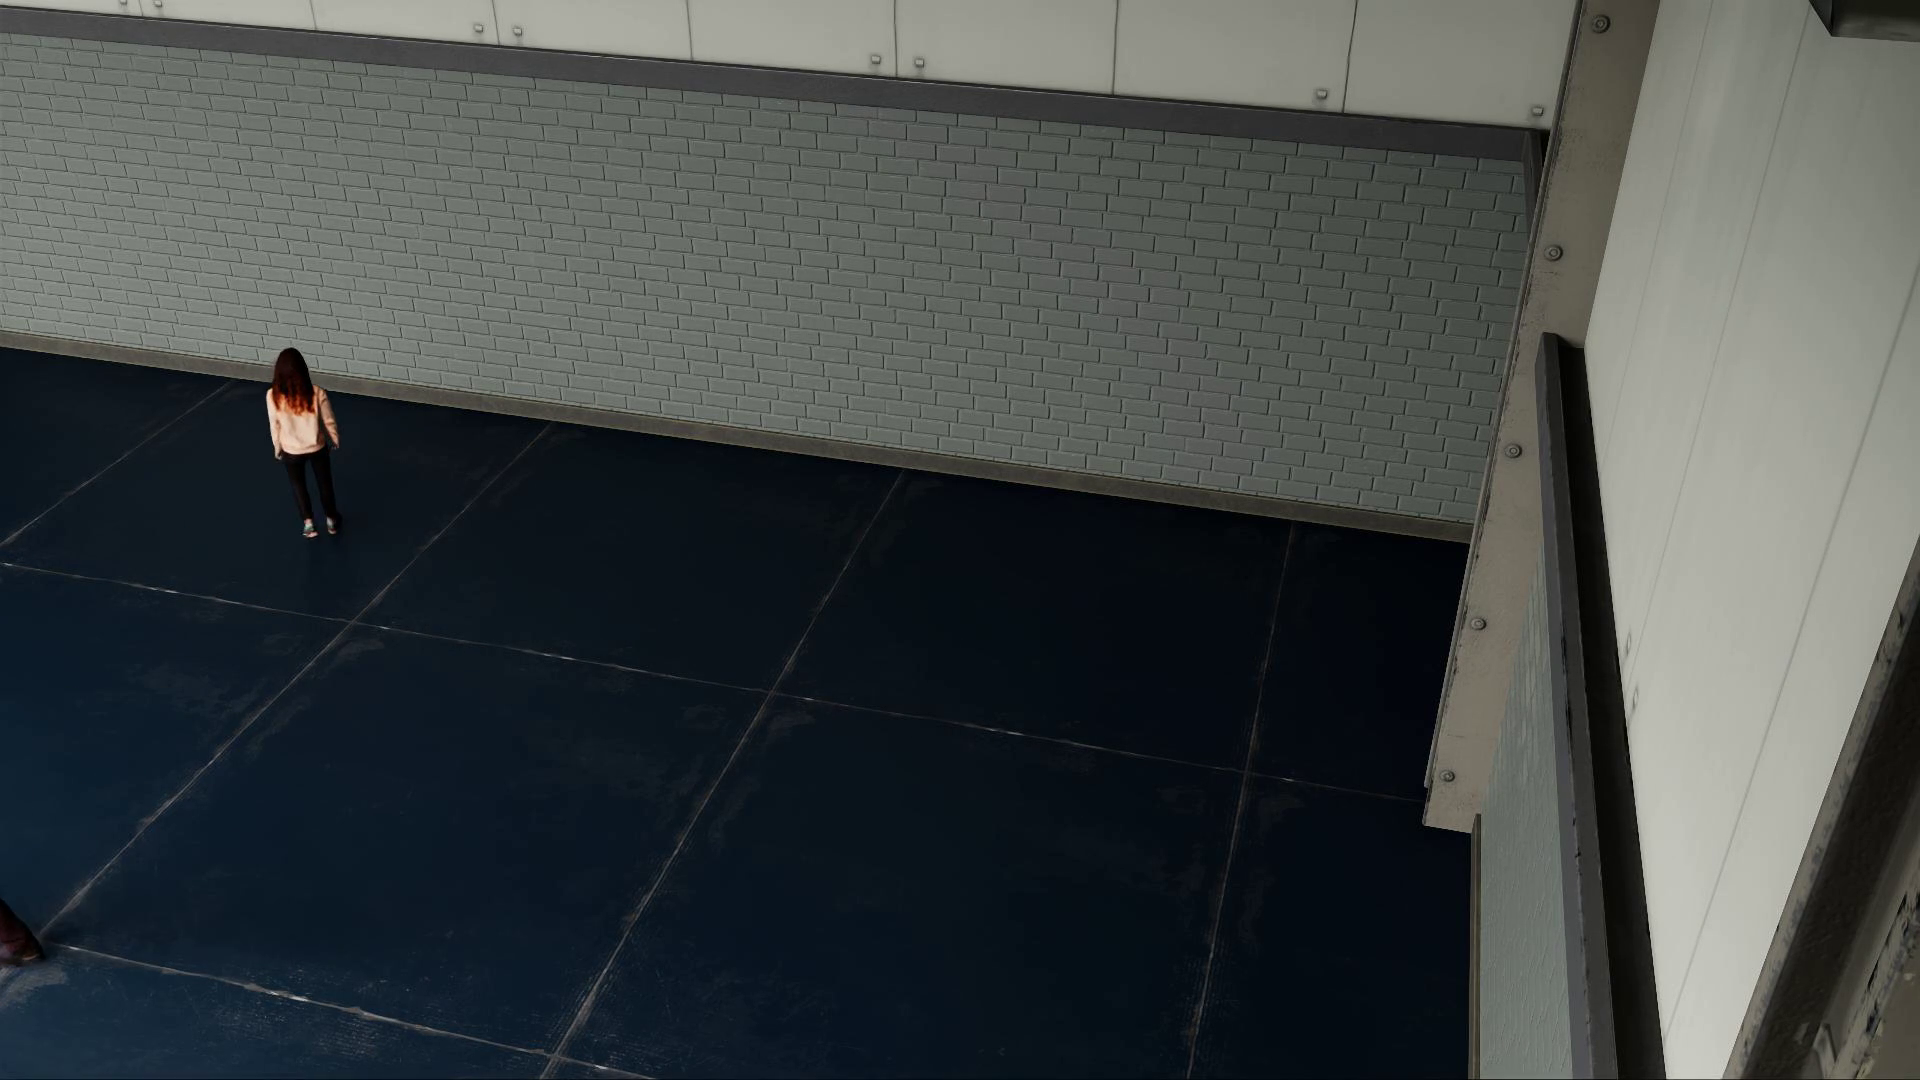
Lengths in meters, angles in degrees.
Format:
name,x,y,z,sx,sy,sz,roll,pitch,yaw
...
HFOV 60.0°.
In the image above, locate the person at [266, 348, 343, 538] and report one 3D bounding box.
name,x,y,z,sx,sy,sz,roll,pitch,yaw
person,-4.616,-0.651,11.709,0.731,1.481,0.772,-10,33,-15
